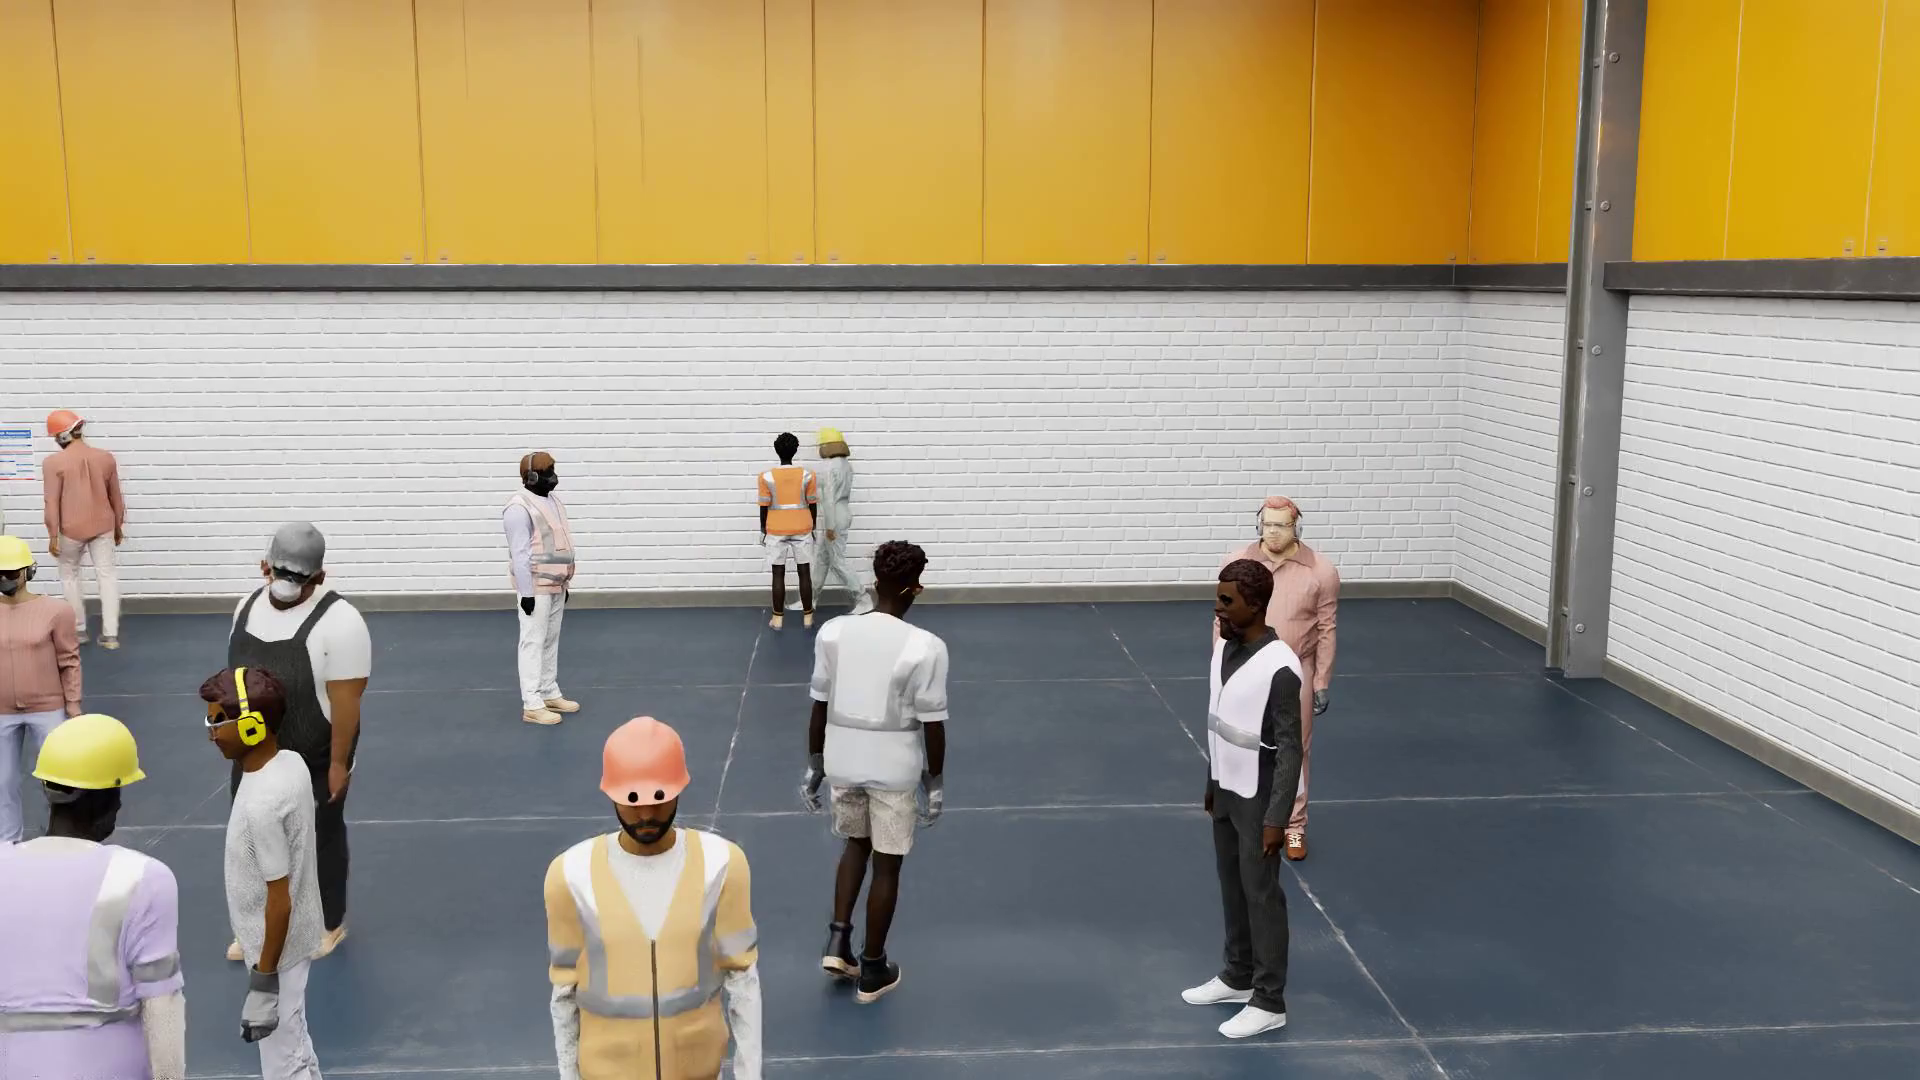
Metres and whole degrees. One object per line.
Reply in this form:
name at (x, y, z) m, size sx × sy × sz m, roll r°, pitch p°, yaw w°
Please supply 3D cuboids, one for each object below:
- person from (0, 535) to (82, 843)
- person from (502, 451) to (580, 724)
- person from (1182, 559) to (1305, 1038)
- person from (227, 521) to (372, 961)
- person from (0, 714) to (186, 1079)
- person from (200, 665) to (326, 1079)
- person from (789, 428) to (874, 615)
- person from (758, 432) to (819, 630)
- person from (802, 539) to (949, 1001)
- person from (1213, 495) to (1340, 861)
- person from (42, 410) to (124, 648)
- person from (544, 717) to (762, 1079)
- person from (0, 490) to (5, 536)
person at (-4.641, 0.849, 8.245) m, size 0.533 × 1.767 × 0.312 m, roll -3°, pitch 9°, yaw -17°
person at (-2.841, 0.316, 11.352) m, size 0.429 × 1.847 × 0.627 m, roll 2°, pitch 9°, yaw 10°
person at (1.167, 1.020, 6.692) m, size 0.377 × 1.917 × 0.600 m, roll -3°, pitch 9°, yaw -17°
person at (-2.897, 0.870, 7.252) m, size 0.724 × 2.000 × 0.575 m, roll 2°, pitch 9°, yaw 15°
person at (-2.317, 1.407, 4.371) m, size 0.594 × 1.887 × 0.651 m, roll -1°, pitch 9°, yaw -4°
person at (-2.138, 1.295, 5.141) m, size 0.329 × 1.865 × 0.507 m, roll -3°, pitch 9°, yaw -17°
person at (-1.186, -0.159, 14.874) m, size 0.848 × 1.674 × 0.534 m, roll 3°, pitch 10°, yaw 20°
person at (-1.467, -0.071, 14.236) m, size 0.529 × 1.697 × 0.321 m, roll -2°, pitch 9°, yaw -12°
person at (-0.342, 0.961, 7.015) m, size 0.638 × 1.934 × 0.484 m, roll 4°, pitch 10°, yaw 25°
person at (1.629, 0.712, 8.671) m, size 0.643 × 1.908 × 0.411 m, roll 3°, pitch 10°, yaw 18°
person at (-7.194, -0.095, 13.614) m, size 0.819 × 1.941 × 0.678 m, roll 7°, pitch 11°, yaw 37°
person at (-0.831, 1.375, 4.539) m, size 0.555 × 1.903 × 0.962 m, roll -3°, pitch 9°, yaw -15°
person at (-7.764, -0.011, 12.931) m, size 0.612 × 1.995 × 0.376 m, roll -4°, pitch 10°, yaw -24°
